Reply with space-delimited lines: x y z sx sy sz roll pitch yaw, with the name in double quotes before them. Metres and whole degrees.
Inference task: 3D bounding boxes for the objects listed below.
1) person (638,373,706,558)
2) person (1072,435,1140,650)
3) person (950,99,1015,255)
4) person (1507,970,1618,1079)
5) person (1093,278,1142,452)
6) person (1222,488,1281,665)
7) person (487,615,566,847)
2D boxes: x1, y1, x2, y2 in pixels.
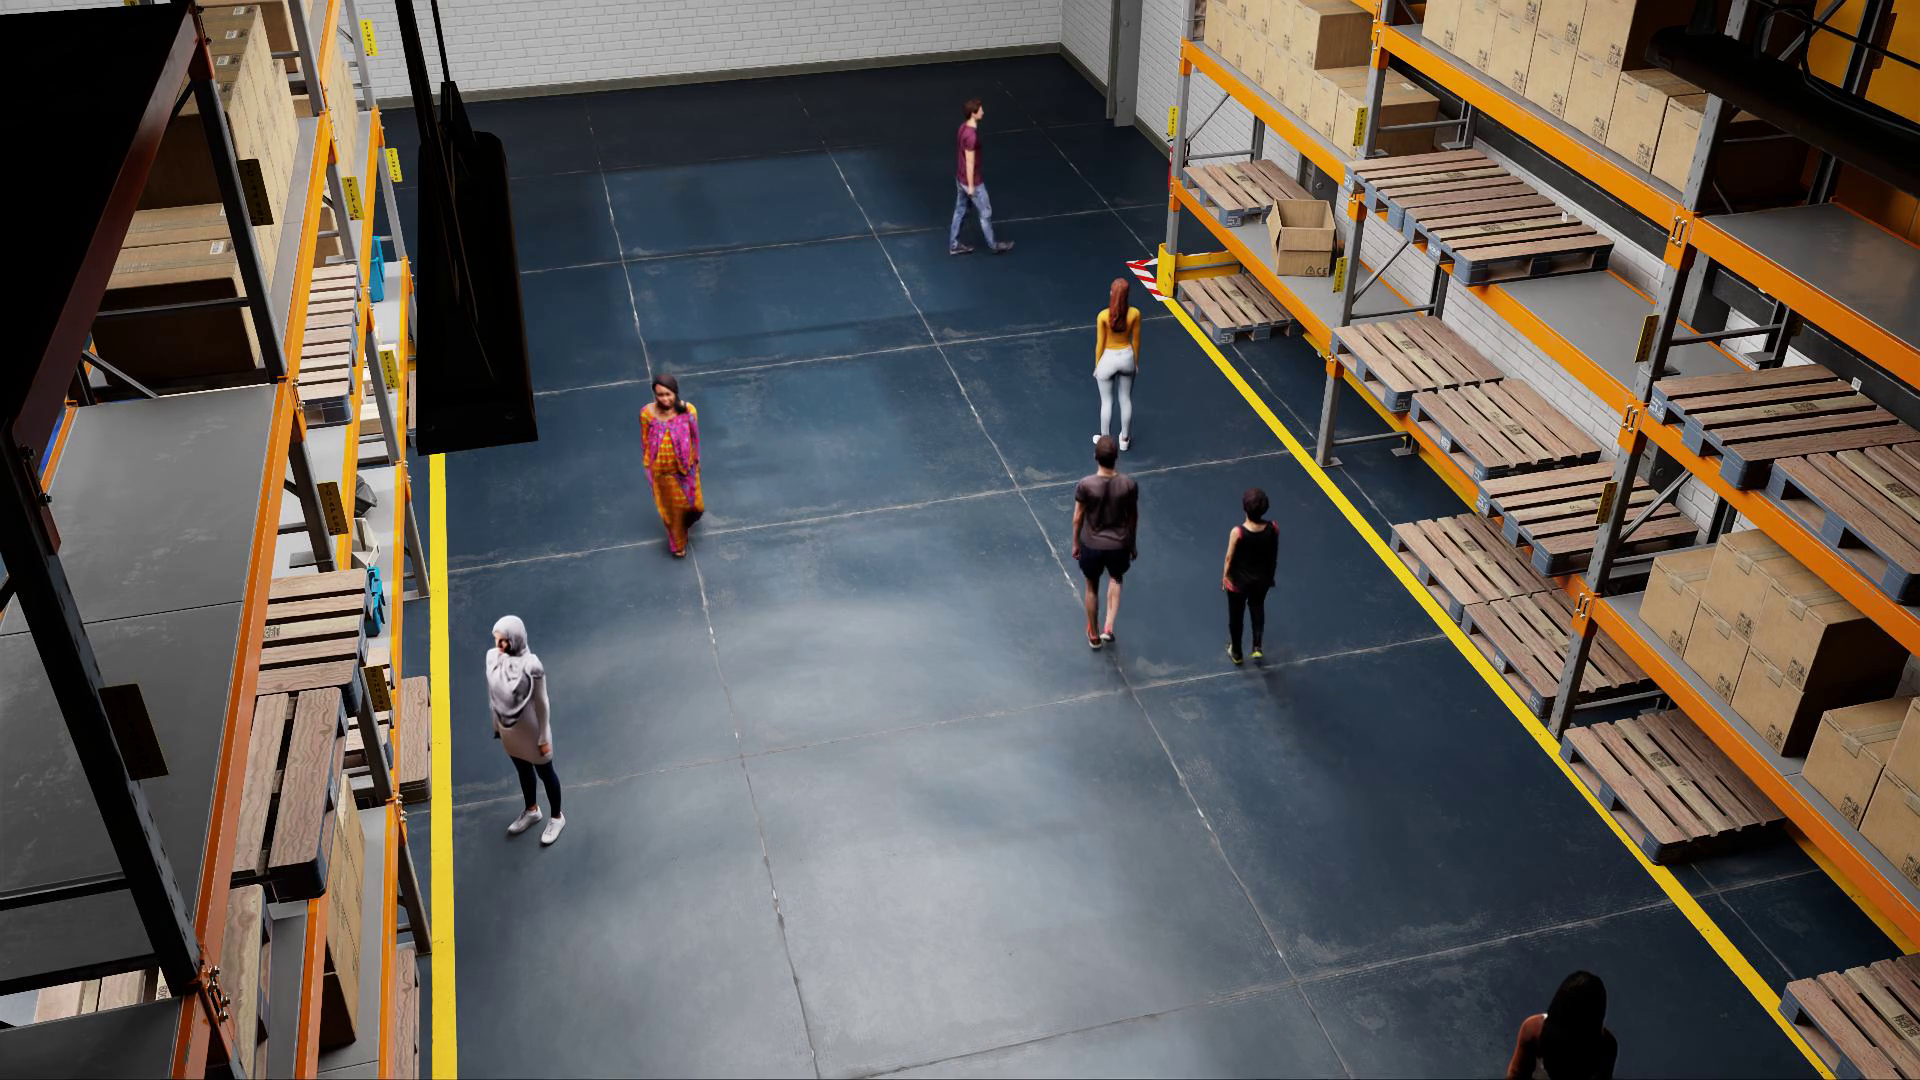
"person" -2.411 -0.676 13.956 0.663 1.668 0.839 -6 34 -9
"person" 1.105 0.088 12.652 0.749 1.839 0.787 -1 34 -1
"person" 0.036 -4.110 18.977 0.730 1.828 0.877 -9 35 -13
"person" 3.012 2.879 8.481 0.747 1.808 0.771 9 35 14
"person" 1.441 -1.602 15.274 0.592 1.751 0.584 -5 34 -8
"person" 2.212 0.319 12.570 0.574 1.545 0.634 -5 34 -8
"person" -2.870 1.237 10.980 0.686 1.776 0.728 15 36 21
